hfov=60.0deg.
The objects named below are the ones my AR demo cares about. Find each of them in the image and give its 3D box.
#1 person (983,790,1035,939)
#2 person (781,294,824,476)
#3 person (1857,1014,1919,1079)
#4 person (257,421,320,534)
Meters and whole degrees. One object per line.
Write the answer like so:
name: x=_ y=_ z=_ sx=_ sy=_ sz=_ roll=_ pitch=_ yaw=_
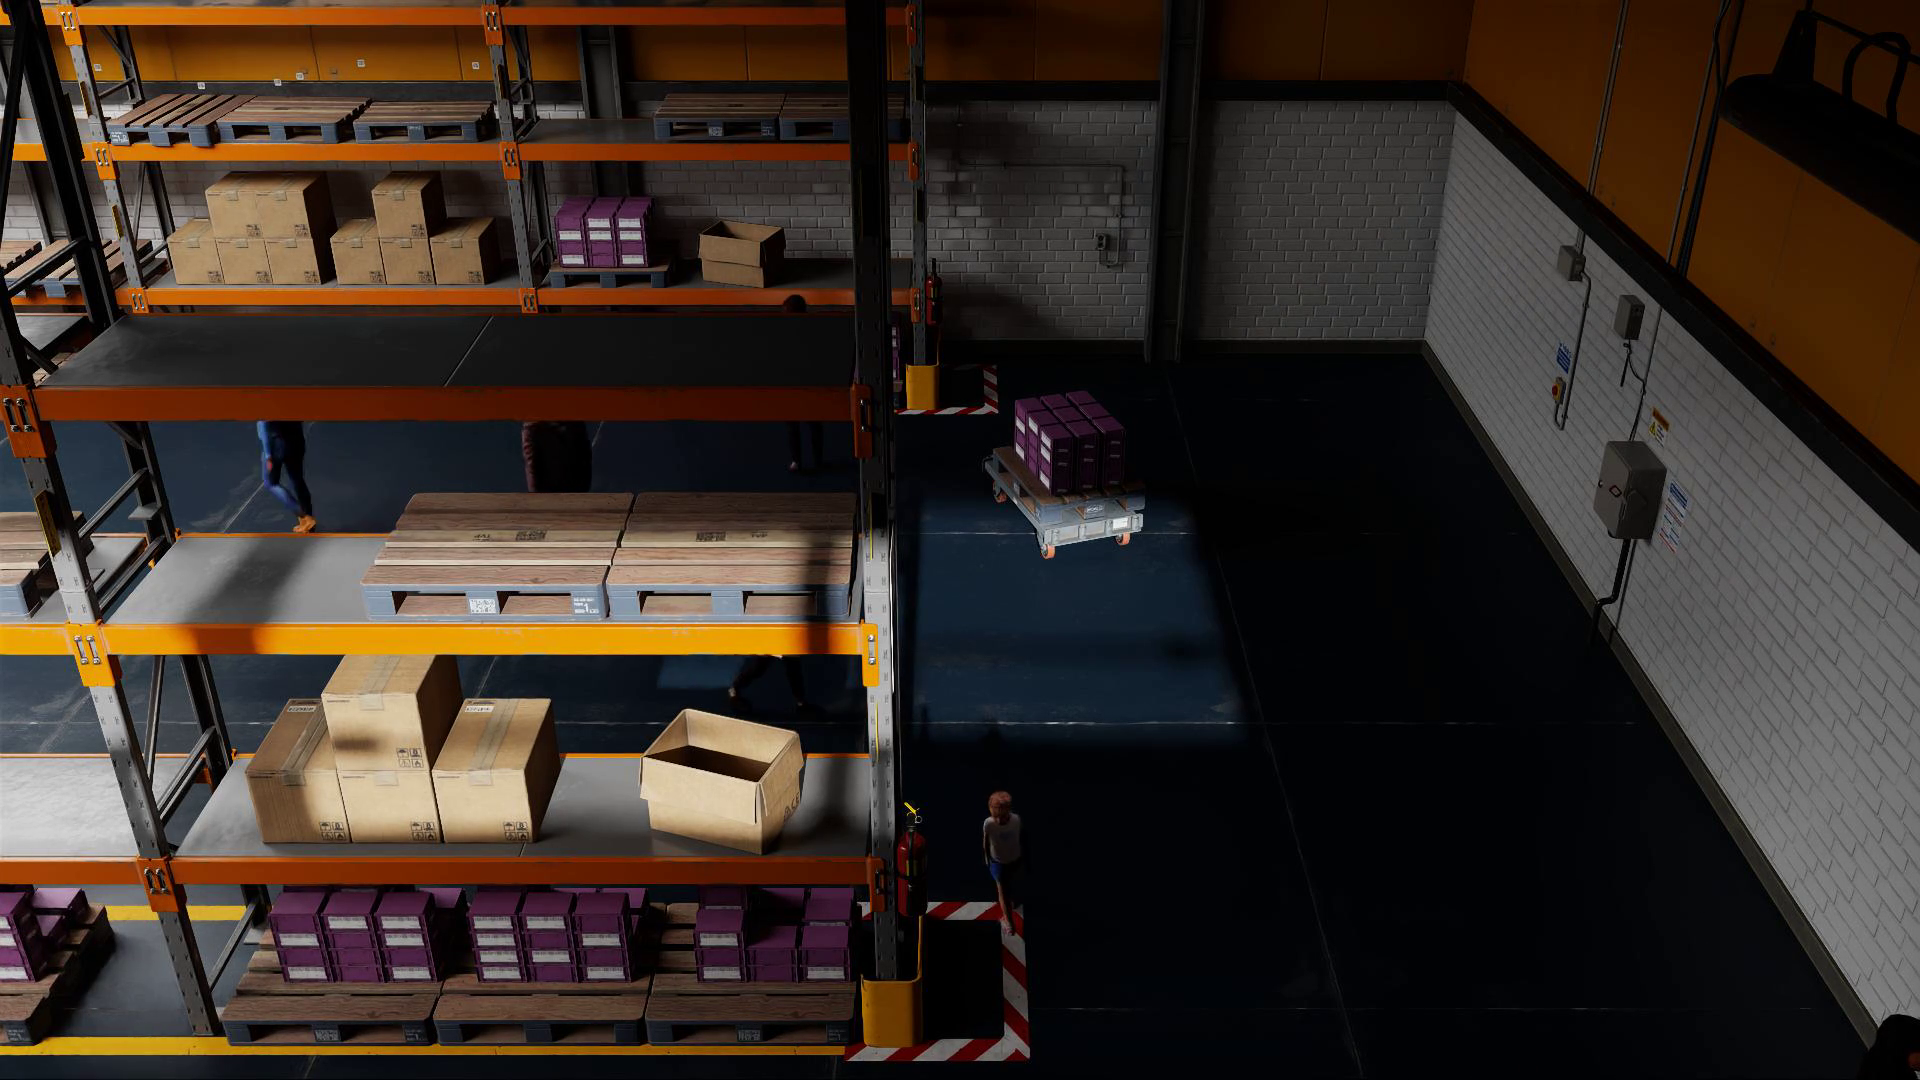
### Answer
person: x=0.284 y=1.946 z=10.419 sx=0.702 sy=0.981 sz=0.585 roll=-7 pitch=29 yaw=-12
person: x=-1.519 y=-1.478 z=15.848 sx=0.575 sy=1.794 sz=0.735 roll=-9 pitch=30 yaw=-17
person: x=4.242 y=2.911 z=7.857 sx=0.697 sy=1.740 sz=0.642 roll=24 pitch=37 yaw=36
person: x=-5.862 y=-0.760 z=14.626 sx=0.787 sy=1.702 sz=0.752 roll=12 pitch=31 yaw=21
